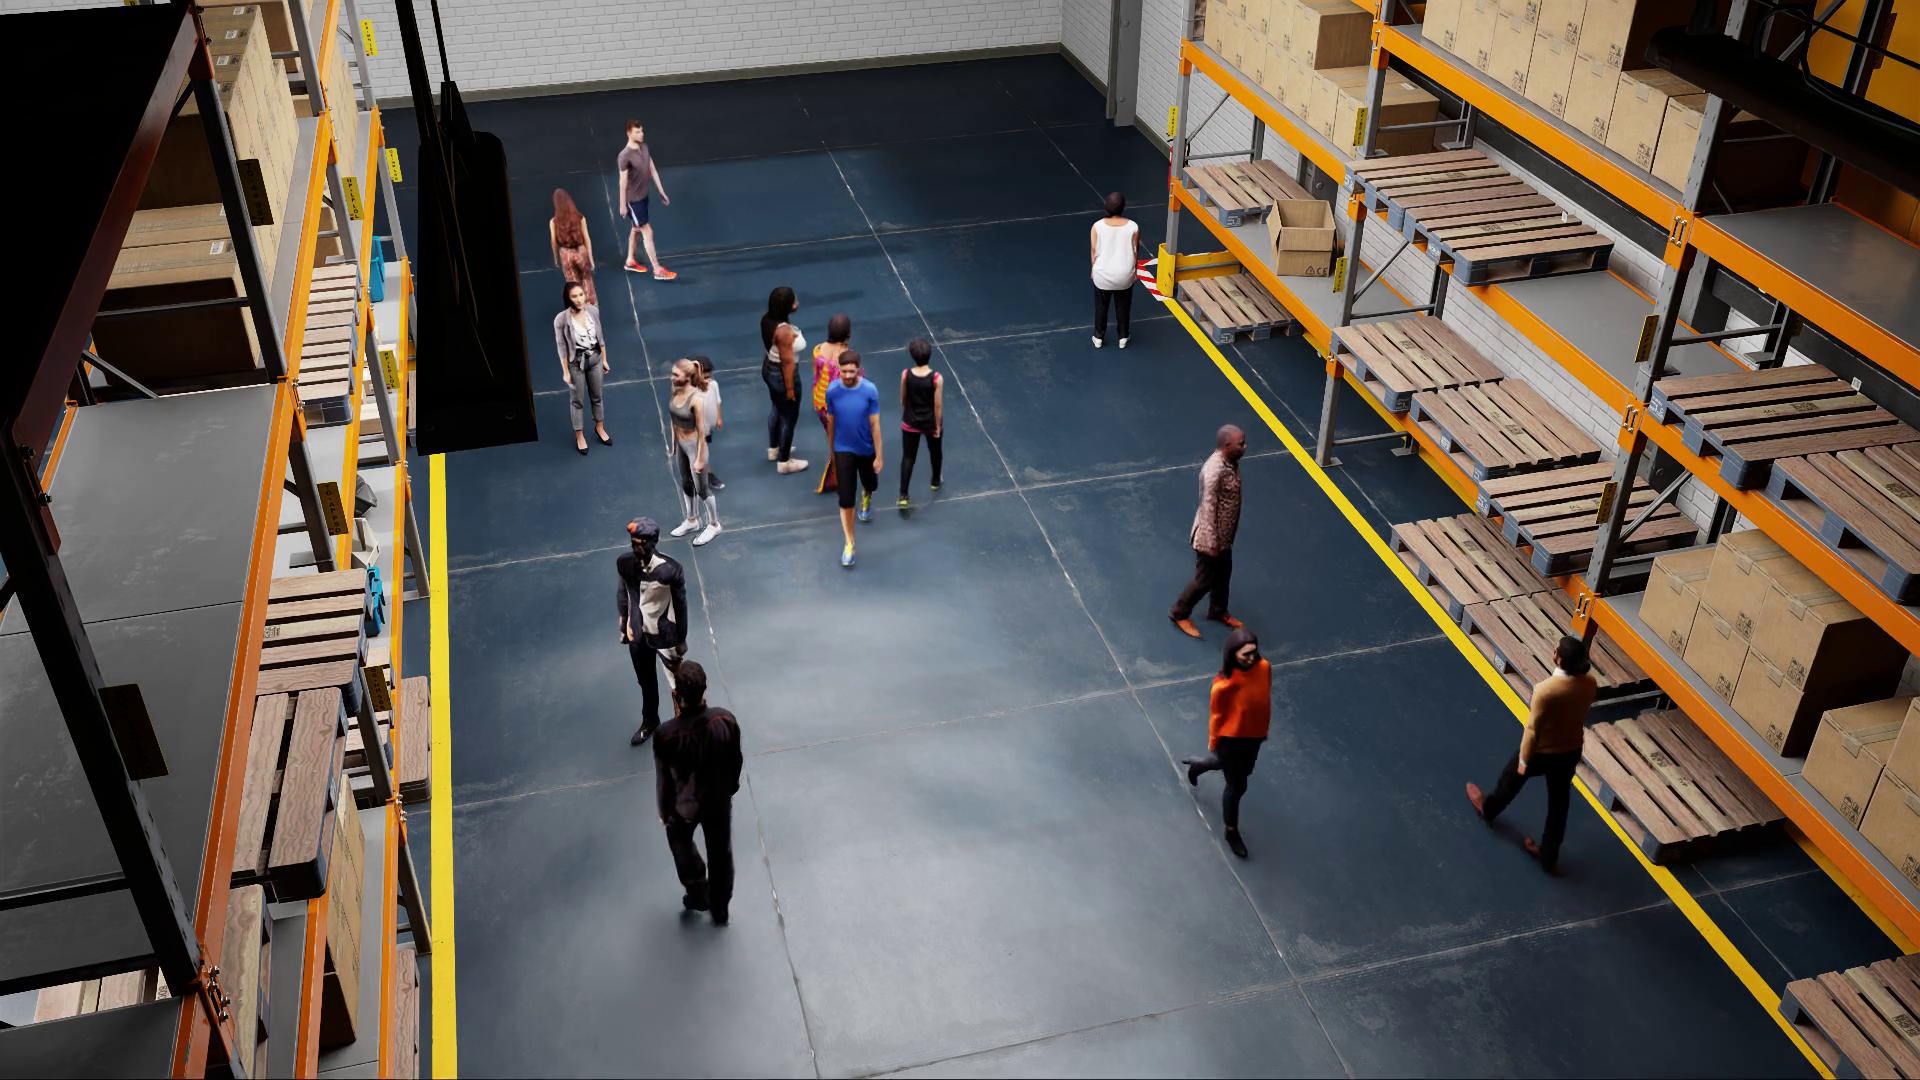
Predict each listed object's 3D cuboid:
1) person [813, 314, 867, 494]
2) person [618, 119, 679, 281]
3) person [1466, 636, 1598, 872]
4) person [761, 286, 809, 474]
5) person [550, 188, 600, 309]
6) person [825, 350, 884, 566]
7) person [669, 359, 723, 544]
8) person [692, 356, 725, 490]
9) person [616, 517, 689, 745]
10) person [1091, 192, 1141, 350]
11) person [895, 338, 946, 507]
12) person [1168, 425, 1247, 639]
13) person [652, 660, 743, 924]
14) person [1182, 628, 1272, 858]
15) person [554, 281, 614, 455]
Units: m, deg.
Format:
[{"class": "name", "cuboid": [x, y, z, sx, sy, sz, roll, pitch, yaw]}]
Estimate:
[{"class": "person", "cuboid": [-1.115, -1.199, 14.757, 1.010, 1.651, 1.037, 22, 40, 30]}, {"class": "person", "cuboid": [-3.672, -3.813, 18.536, 1.051, 1.822, 1.052, 11, 35, 16]}, {"class": "person", "cuboid": [3.861, 1.420, 10.750, 0.732, 1.725, 1.057, -11, 35, -16]}, {"class": "person", "cuboid": [-1.628, -1.466, 15.021, 0.758, 1.805, 0.593, -16, 37, -22]}, {"class": "person", "cuboid": [-4.041, -2.905, 17.423, 0.553, 1.541, 0.606, -9, 35, -14]}, {"class": "person", "cuboid": [-0.858, -0.793, 13.986, 0.870, 1.829, 1.288, 0, 34, 0]}, {"class": "person", "cuboid": [-2.261, -0.764, 14.054, 0.670, 1.706, 0.742, 28, 43, 35]}, {"class": "person", "cuboid": [-2.335, -1.113, 15.000, 0.683, 1.239, 0.874, -19, 38, -26]}, {"class": "person", "cuboid": [-2.154, 0.650, 11.757, 0.770, 1.893, 0.769, 9, 35, 13]}, {"class": "person", "cuboid": [1.578, -2.782, 17.106, 0.735, 1.688, 0.727, 3, 34, 5]}, {"class": "person", "cuboid": [-0.364, -1.005, 14.584, 0.808, 1.520, 1.039, 4, 34, 6]}, {"class": "person", "cuboid": [1.959, -0.095, 12.951, 0.988, 1.812, 0.928, 20, 38, 27]}, {"class": "person", "cuboid": [-1.575, 1.633, 10.242, 0.778, 1.933, 0.731, -14, 36, -20]}, {"class": "person", "cuboid": [1.781, 1.259, 10.994, 0.837, 1.724, 1.081, -20, 39, -28]}, {"class": "person", "cuboid": [-3.475, -1.612, 15.354, 0.708, 1.678, 0.718, -24, 40, -31]}]
